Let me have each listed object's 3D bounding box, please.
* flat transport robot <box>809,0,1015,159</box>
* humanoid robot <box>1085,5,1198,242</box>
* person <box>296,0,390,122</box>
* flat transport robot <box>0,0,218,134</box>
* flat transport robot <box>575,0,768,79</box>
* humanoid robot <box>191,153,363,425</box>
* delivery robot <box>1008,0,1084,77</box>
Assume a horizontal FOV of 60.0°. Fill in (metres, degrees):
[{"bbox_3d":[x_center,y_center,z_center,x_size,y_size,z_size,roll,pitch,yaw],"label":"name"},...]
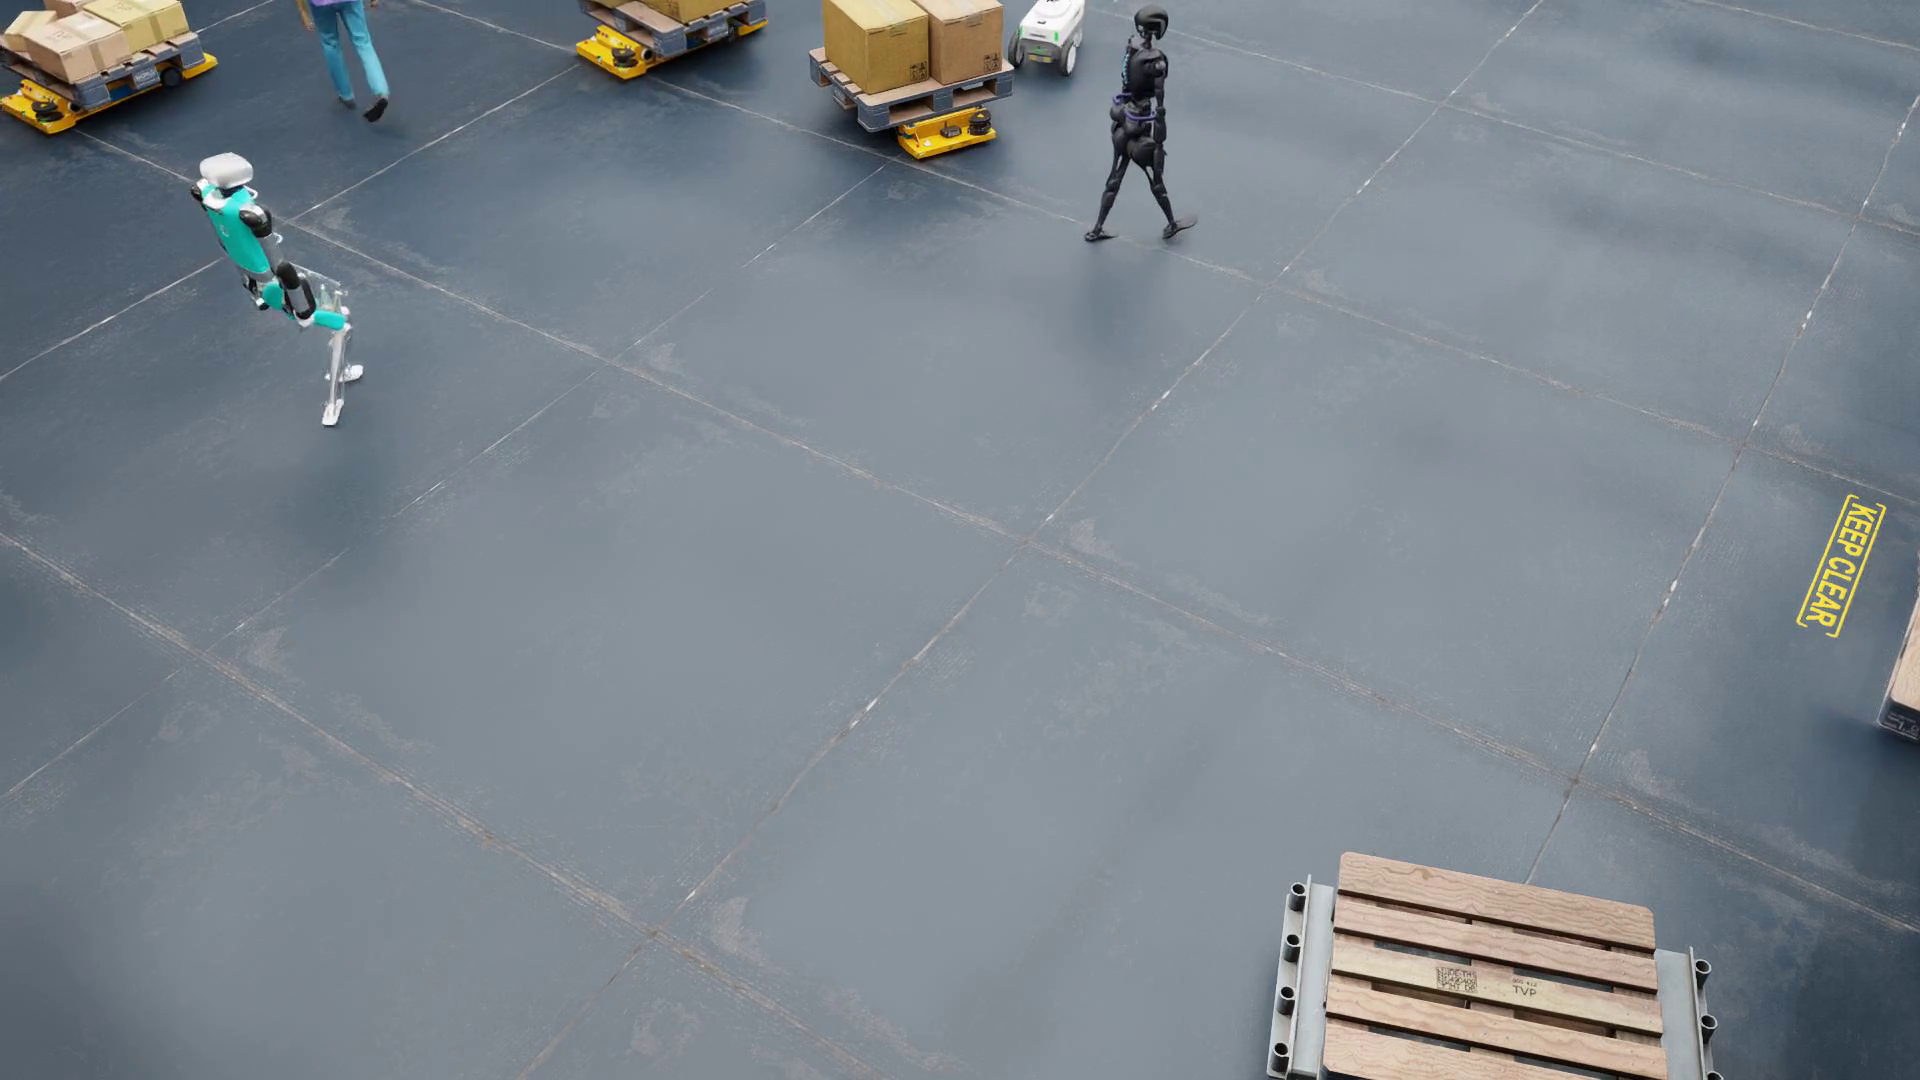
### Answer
[{"bbox_3d":[-0.368,-3.303,12.476,0.659,0.231,1.431,-21,46,-21],"label":"flat transport robot"},{"bbox_3d":[1.200,-2.684,10.752,0.744,1.629,0.585,-15,44,-16],"label":"humanoid robot"},{"bbox_3d":[-4.482,-3.901,11.989,0.587,1.812,0.778,-22,46,-22],"label":"person"},{"bbox_3d":[-6.520,-3.545,12.747,0.659,0.231,1.431,27,48,27],"label":"flat transport robot"},{"bbox_3d":[-2.312,-4.106,13.374,1.431,0.231,0.659,-33,51,-31],"label":"flat transport robot"},{"bbox_3d":[-3.652,-1.456,9.310,0.591,1.781,0.869,25,48,26],"label":"humanoid robot"},{"bbox_3d":[0.717,-4.036,13.058,0.499,0.563,0.738,14,44,15],"label":"delivery robot"}]
